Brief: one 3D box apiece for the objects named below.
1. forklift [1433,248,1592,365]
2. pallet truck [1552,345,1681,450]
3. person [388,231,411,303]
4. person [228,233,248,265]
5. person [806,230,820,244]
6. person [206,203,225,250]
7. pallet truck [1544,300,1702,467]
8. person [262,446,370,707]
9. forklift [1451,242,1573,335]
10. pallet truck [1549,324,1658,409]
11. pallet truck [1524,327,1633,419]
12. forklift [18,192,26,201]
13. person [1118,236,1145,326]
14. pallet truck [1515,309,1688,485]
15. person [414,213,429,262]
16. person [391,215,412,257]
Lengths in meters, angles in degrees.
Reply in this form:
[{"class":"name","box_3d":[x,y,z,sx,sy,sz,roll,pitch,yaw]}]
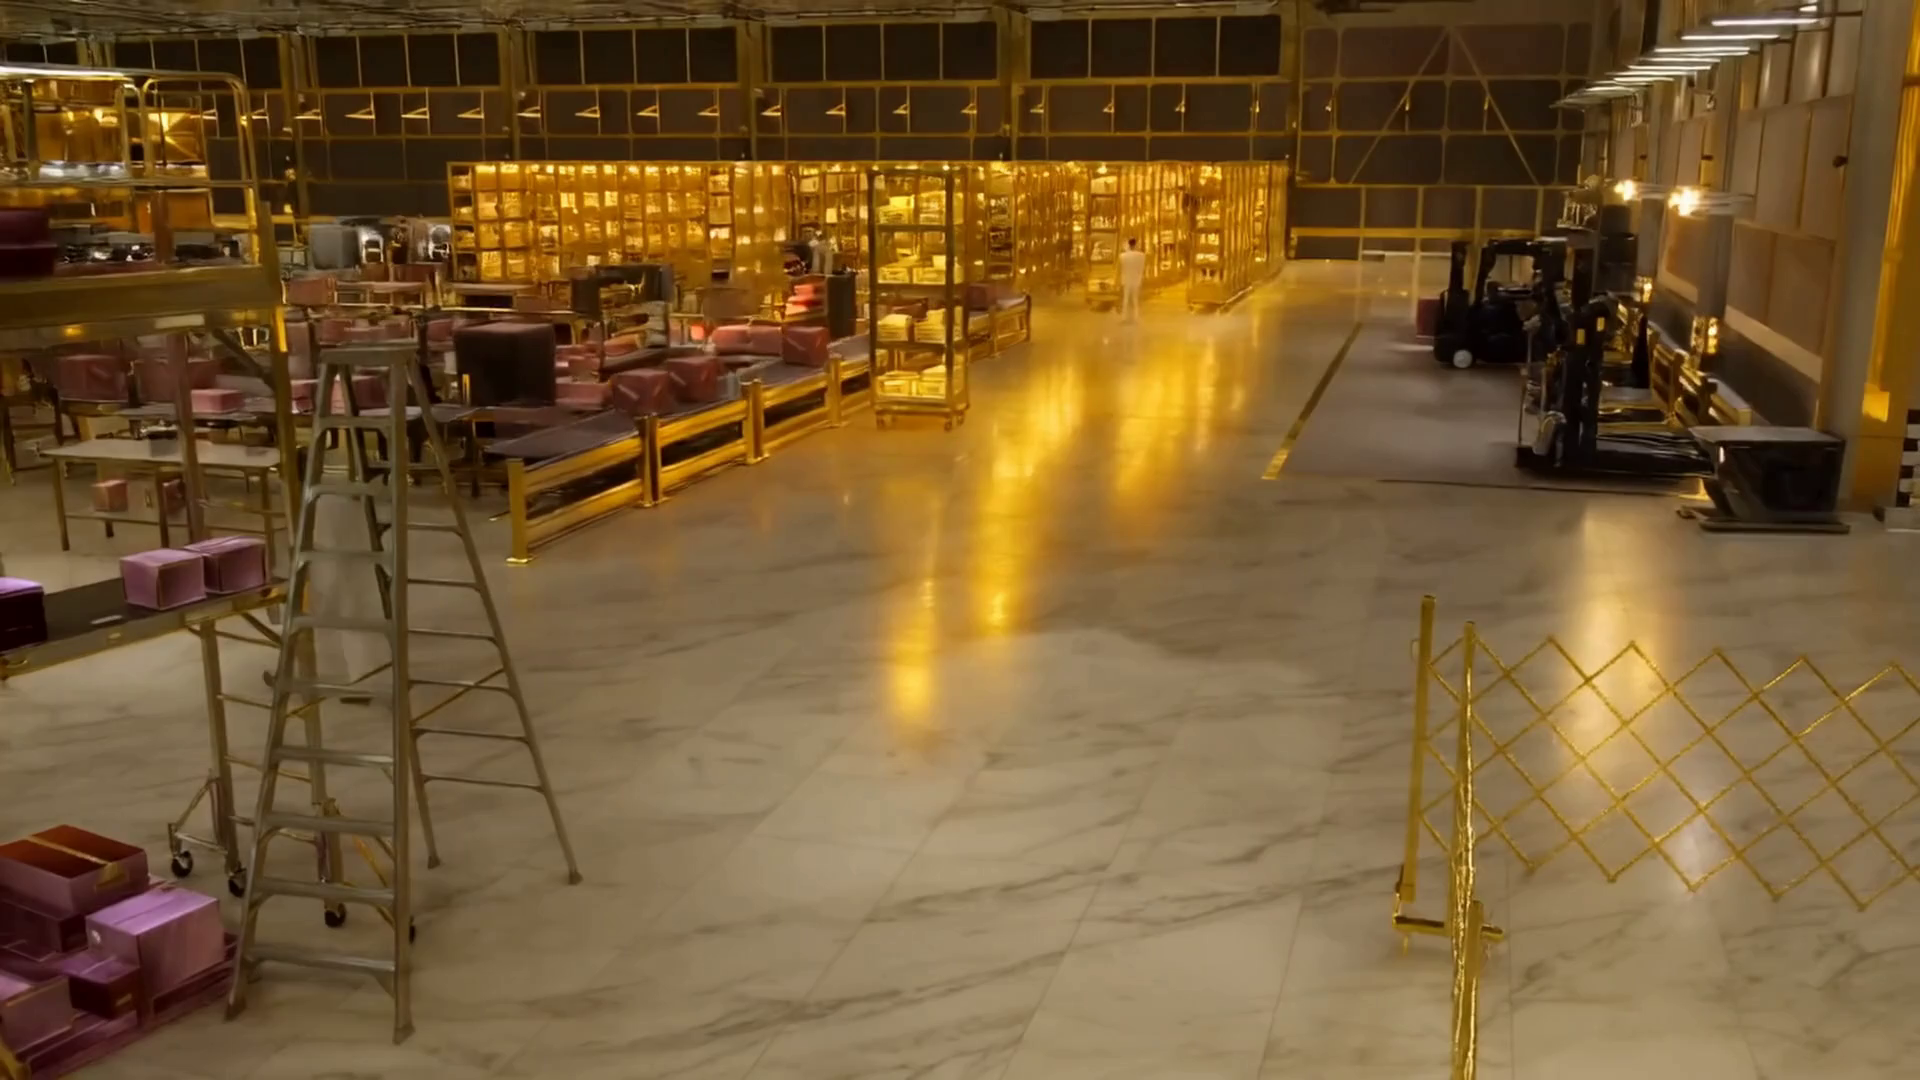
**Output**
[{"class":"forklift","box_3d":[9.780,-4.111,29.280,2.680,1.987,1.157,3,13,14]},{"class":"pallet truck","box_3d":[8.641,-1.896,21.908,1.630,1.274,0.653,4,14,16]},{"class":"person","box_3d":[-14.500,-7.071,43.079,0.572,1.840,0.373,-1,13,-6]},{"class":"person","box_3d":[-19.192,-7.364,44.369,0.600,1.829,0.404,6,14,24]},{"class":"person","box_3d":[-3.851,-7.369,44.399,0.591,1.829,0.404,-12,18,-43]},{"class":"person","box_3d":[-30.142,-12.632,67.003,1.008,1.879,0.563,6,14,23]},{"class":"pallet truck","box_3d":[8.263,-1.952,20.631,1.885,1.965,0.823,5,14,20]},{"class":"person","box_3d":[-4.493,0.248,11.517,0.990,1.817,0.505,8,15,30]},{"class":"forklift","box_3d":[10.464,-4.597,31.405,2.680,1.987,1.157,4,14,16]},{"class":"pallet truck","box_3d":[9.824,-2.669,25.407,1.601,1.201,0.680,4,14,16]},{"class":"pallet truck","box_3d":[9.065,-2.460,24.370,1.522,1.261,0.704,3,13,14]},{"class":"forklift","box_3d":[-28.278,-9.113,49.636,1.129,2.768,1.873,-13,18,-43]},{"class":"person","box_3d":[3.842,-5.800,37.256,0.610,1.996,0.378,11,17,40]},{"class":"pallet truck","box_3d":[7.554,-1.677,19.446,1.885,1.965,0.823,3,13,14]},{"class":"person","box_3d":[-19.146,-10.735,59.153,0.485,1.735,0.346,-8,15,-32]},{"class":"person","box_3d":[-17.819,-9.423,53.137,0.662,1.886,0.459,-6,14,-23]}]
